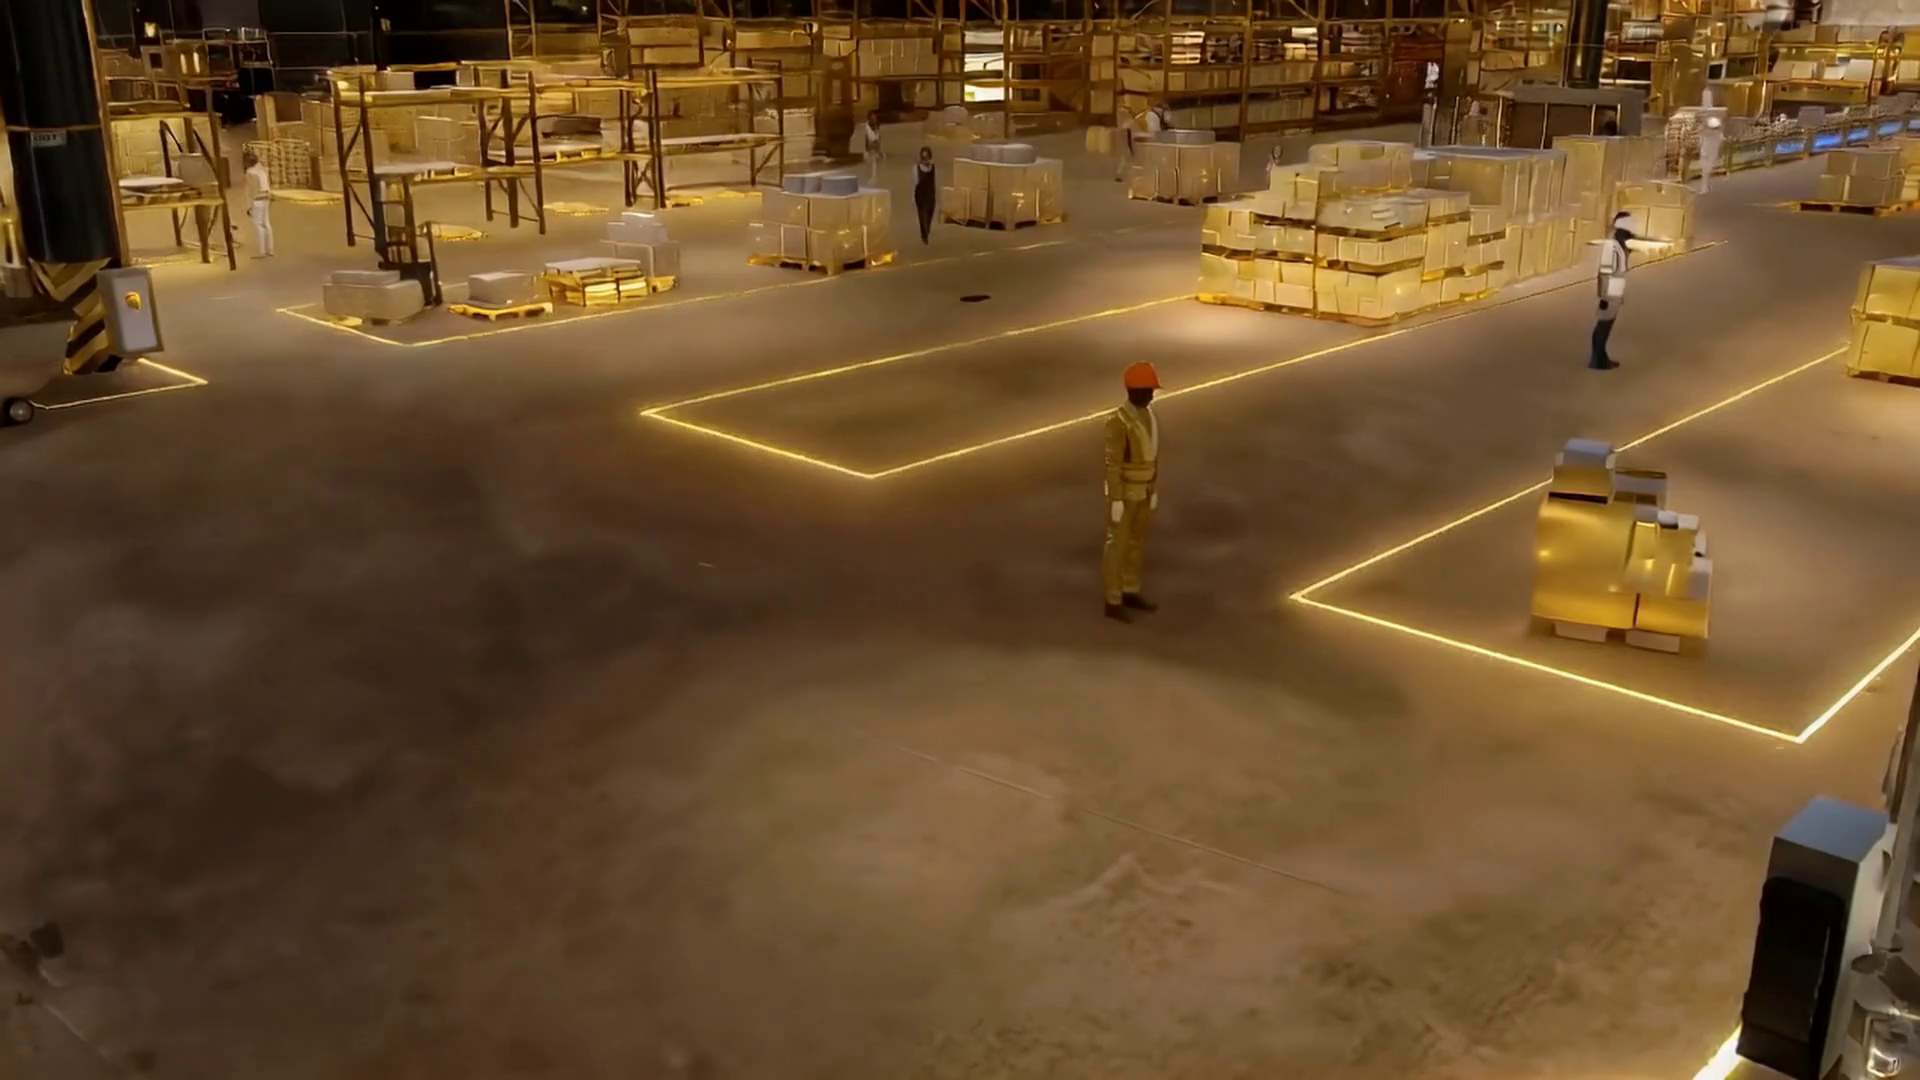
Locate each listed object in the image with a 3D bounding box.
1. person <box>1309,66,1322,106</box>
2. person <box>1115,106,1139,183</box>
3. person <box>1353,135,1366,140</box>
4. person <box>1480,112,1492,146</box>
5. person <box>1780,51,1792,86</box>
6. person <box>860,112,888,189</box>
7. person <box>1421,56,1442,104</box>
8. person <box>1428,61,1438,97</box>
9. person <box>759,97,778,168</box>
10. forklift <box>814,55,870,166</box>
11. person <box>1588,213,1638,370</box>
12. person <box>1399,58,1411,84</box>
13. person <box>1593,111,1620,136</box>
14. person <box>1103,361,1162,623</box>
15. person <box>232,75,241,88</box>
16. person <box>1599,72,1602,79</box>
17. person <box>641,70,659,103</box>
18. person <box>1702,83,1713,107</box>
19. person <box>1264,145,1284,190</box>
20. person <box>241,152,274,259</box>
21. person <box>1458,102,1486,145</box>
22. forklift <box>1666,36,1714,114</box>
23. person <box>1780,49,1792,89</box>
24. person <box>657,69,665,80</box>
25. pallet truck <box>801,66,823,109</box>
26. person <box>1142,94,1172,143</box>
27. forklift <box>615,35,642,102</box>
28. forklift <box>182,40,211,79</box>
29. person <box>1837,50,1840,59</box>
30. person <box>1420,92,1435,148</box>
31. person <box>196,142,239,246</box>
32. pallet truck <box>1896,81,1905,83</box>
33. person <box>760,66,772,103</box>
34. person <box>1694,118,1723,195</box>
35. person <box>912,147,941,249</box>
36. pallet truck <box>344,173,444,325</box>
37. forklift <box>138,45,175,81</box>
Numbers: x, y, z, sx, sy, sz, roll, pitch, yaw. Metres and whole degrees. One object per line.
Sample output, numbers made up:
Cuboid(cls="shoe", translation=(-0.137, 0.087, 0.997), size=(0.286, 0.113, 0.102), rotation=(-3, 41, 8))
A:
Cuboid(cls="person", translation=(14.144, -18.202, 66.641), size=(0.864, 1.589, 0.518), rotation=(-1, 18, -4))
Cuboid(cls="person", translation=(4.182, -9.538, 40.170), size=(0.918, 1.830, 0.541), rotation=(9, 20, 26))
Cuboid(cls="person", translation=(7.485, -6.825, 31.935), size=(0.998, 1.876, 0.550), rotation=(15, 23, 38))
Cuboid(cls="person", translation=(12.781, -9.603, 40.606), size=(0.553, 1.655, 0.852), rotation=(-6, 19, -17))
Cuboid(cls="person", translation=(40.068, -22.893, 80.496), size=(0.313, 1.769, 0.523), rotation=(-11, 21, -29))
Cuboid(cls="person", translation=(-1.999, -8.742, 37.688), size=(0.964, 1.879, 0.595), rotation=(15, 23, 37))
Cuboid(cls="person", translation=(19.256, -18.758, 67.703), size=(1.067, 1.991, 0.614), rotation=(-12, 22, -32))
Cuboid(cls="person", translation=(19.572, -18.952, 68.726), size=(0.483, 1.685, 0.555), rotation=(-14, 23, -36))
Cuboid(cls="person", translation=(-4.975, -10.594, 43.316), size=(0.584, 1.855, 0.937), rotation=(13, 22, 34))
Cuboid(cls="forklift", translation=(-3.234, -11.483, 44.378), size=(1.129, 2.768, 1.873), rotation=(17, 25, 41))
Cuboid(cls="person", translation=(8.050, -3.056, 20.487), size=(0.391, 1.931, 0.551), rotation=(14, 23, 36))
Cuboid(cls="person", translation=(20.294, -21.419, 75.811), size=(0.756, 1.922, 0.635), rotation=(-13, 22, -34))
Cuboid(cls="person", translation=(14.132, -8.466, 36.708), size=(0.654, 1.964, 0.836), rotation=(-4, 19, -11))
Cuboid(cls="person", translation=(1.282, -0.370, 12.350), size=(0.393, 1.949, 0.602), rotation=(12, 22, 33))
Cuboid(cls="person", translation=(-22.515, -13.595, 52.214), size=(0.636, 1.939, 0.362), rotation=(-14, 23, -36))
Cuboid(cls="person", translation=(21.448, -14.692, 55.591), size=(0.659, 1.891, 0.642), rotation=(-13, 22, -34))
Cuboid(cls="person", translation=(-10.529, -14.989, 56.465), size=(0.592, 1.910, 0.387), rotation=(-4, 19, -11))
Cuboid(cls="person", translation=(24.340, -14.097, 54.267), size=(0.878, 1.585, 0.532), rotation=(-5, 19, -16))
Cuboid(cls="person", translation=(5.756, -6.191, 30.050), size=(0.819, 1.837, 0.570), rotation=(1, 18, 2))
Cuboid(cls="person", translation=(-12.240, -5.812, 28.925), size=(0.429, 1.839, 0.622), rotation=(2, 18, 5))
Cuboid(cls="person", translation=(12.185, -9.446, 39.668), size=(0.614, 1.963, 0.362), rotation=(7, 19, 19))
Cuboid(cls="forklift", translation=(27.341, -17.291, 61.877), size=(1.129, 2.768, 1.873), rotation=(17, 25, 41))
Cuboid(cls="person", translation=(38.693, -22.106, 77.876), size=(0.582, 1.921, 0.404), rotation=(15, 24, 39))
Cuboid(cls="person", translation=(-11.515, -17.198, 63.609), size=(0.527, 1.582, 0.898), rotation=(1, 18, 3))
Cuboid(cls="pallet truck", translation=(-4.812, -15.182, 56.903), size=(0.823, 1.965, 1.885), rotation=(-9, 21, -26))
Cuboid(cls="person", translation=(4.885, -10.188, 41.788), size=(0.713, 2.000, 0.861), rotation=(-7, 20, -21))
Cuboid(cls="forklift", translation=(-12.749, -17.643, 62.938), size=(1.873, 2.768, 1.129), rotation=(-2, 18, -5))
Cuboid(cls="forklift", translation=(-26.453, -15.979, 57.923), size=(1.129, 2.768, 1.873), rotation=(9, 21, 26))
Cuboid(cls="person", translation=(41.174, -22.281, 78.295), size=(0.387, 1.996, 0.611), rotation=(15, 23, 38))
Cuboid(cls="person", translation=(13.048, -11.565, 46.367), size=(0.308, 1.769, 0.525), rotation=(-1, 18, -4))
Cuboid(cls="person", translation=(-13.614, -6.249, 30.179), size=(0.998, 1.875, 0.597), rotation=(12, 22, 32))
Cuboid(cls="pallet truck", translation=(34.802, -16.331, 61.455), size=(0.653, 1.274, 1.630), rotation=(17, 25, 41))
Cuboid(cls="person", translation=(-7.077, -16.334, 60.618), size=(0.429, 1.842, 0.637), rotation=(2, 19, 7))
Cuboid(cls="person", translation=(17.068, -8.747, 37.954), size=(0.924, 1.713, 0.547), rotation=(-15, 23, -37))
Cuboid(cls="person", translation=(-0.625, -6.266, 30.347), size=(0.523, 1.812, 0.934), rotation=(-4, 19, -13))
Cuboid(cls="pallet truck", translation=(-8.209, -4.181, 23.757), size=(0.823, 1.965, 1.885), rotation=(3, 19, 9))
Cuboid(cls="forklift", translation=(-25.348, -14.259, 52.741), size=(1.129, 2.768, 1.873), rotation=(3, 19, 10))
